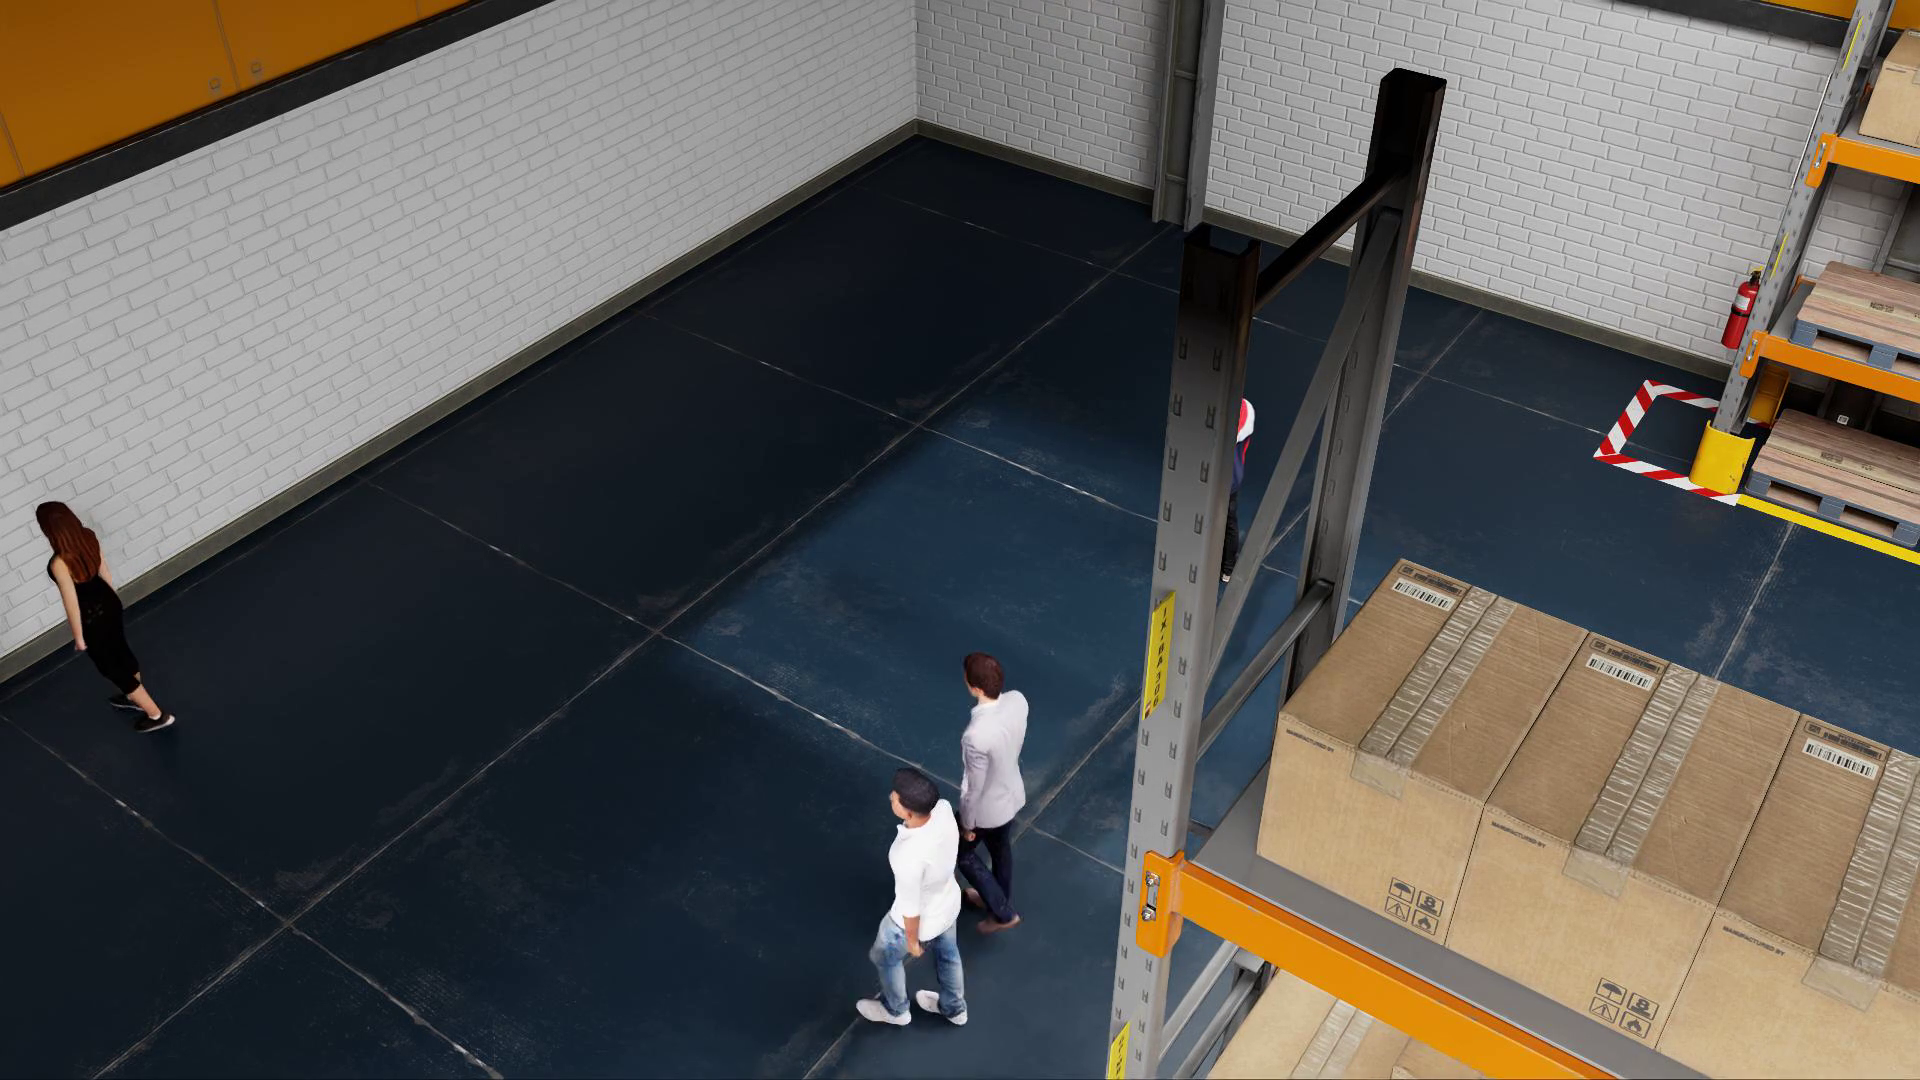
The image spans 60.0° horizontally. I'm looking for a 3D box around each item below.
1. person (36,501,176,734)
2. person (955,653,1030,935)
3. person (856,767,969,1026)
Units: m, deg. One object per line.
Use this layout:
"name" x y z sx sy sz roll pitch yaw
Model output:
"person" -5.184 0.461 10.067 0.870 1.735 0.766 4 39 4
"person" 0.237 1.407 8.811 0.705 1.824 0.709 23 44 26
"person" -0.103 1.846 8.287 0.784 1.791 0.664 21 43 24
